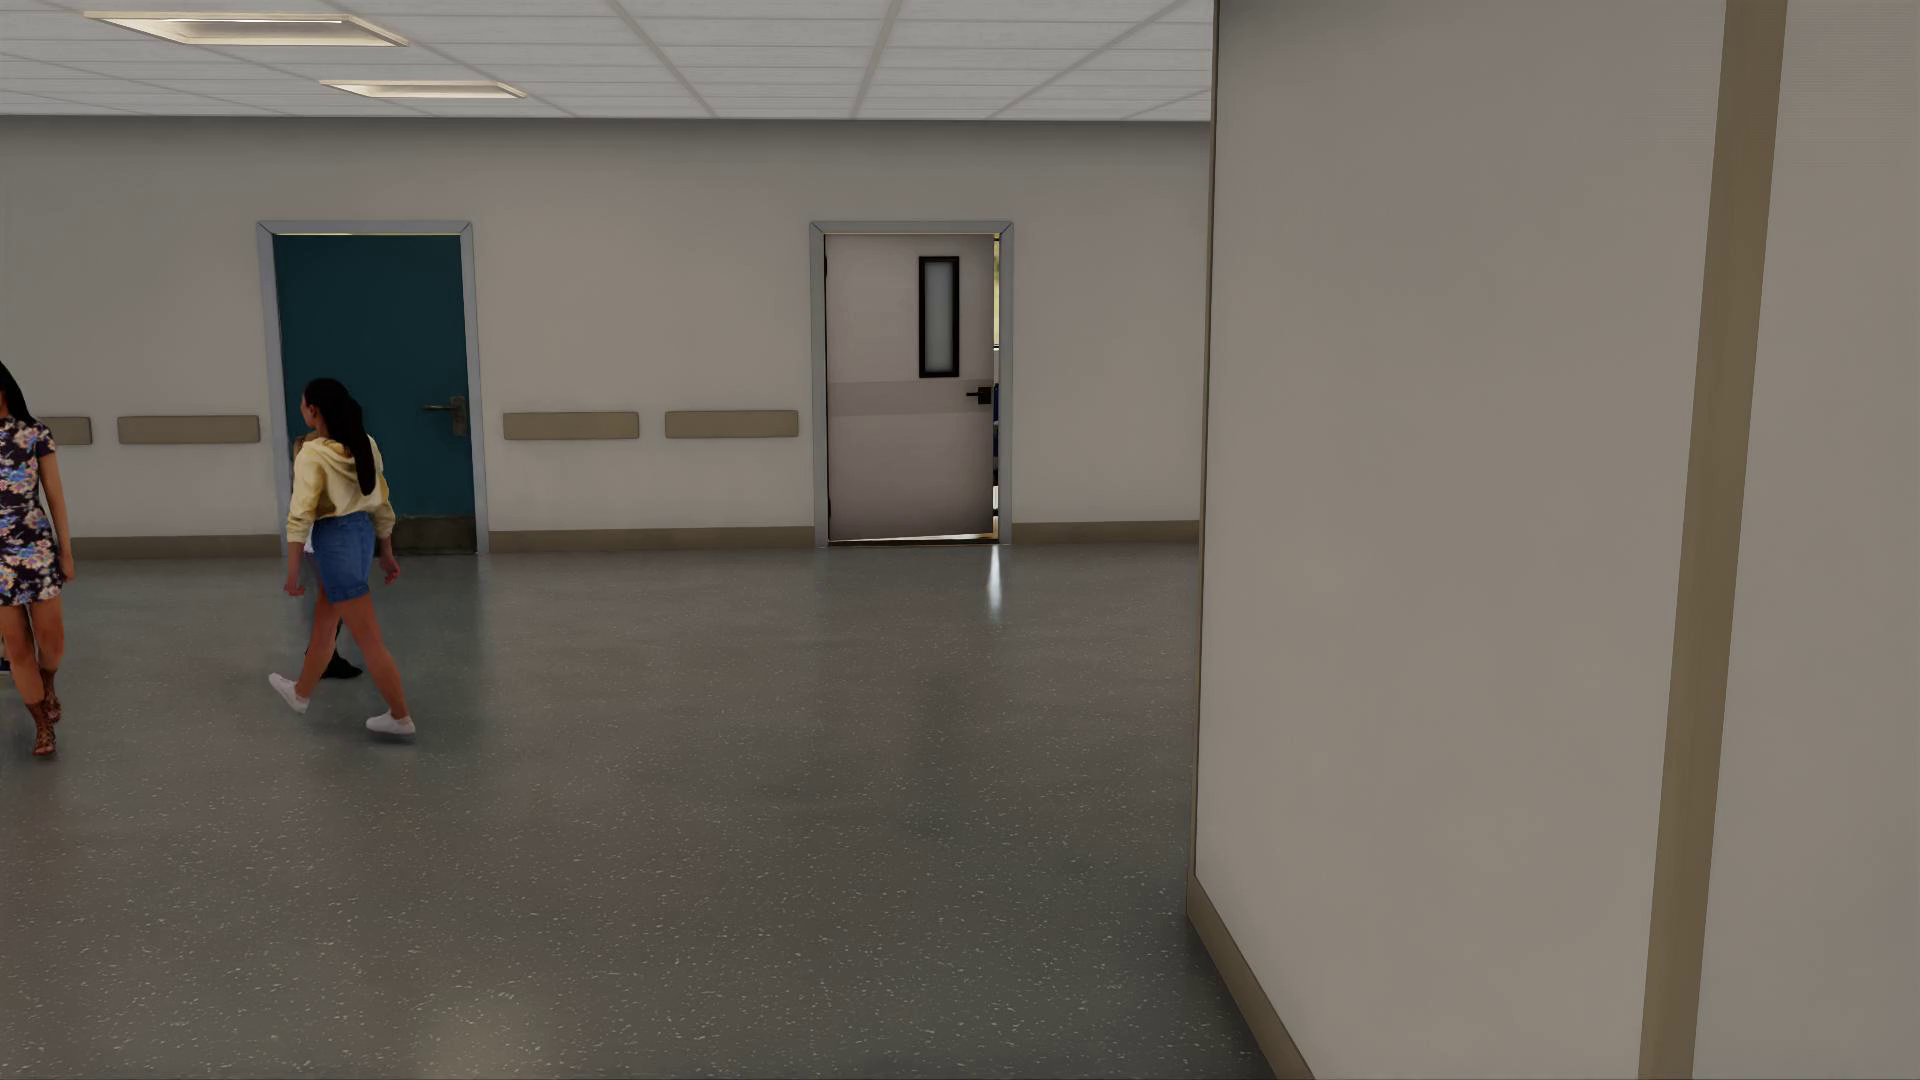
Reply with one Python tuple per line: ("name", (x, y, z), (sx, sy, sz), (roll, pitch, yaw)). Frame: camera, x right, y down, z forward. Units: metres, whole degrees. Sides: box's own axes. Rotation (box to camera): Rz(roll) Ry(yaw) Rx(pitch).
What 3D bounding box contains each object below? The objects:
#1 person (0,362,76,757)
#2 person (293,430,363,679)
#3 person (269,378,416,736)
("person", (-4.114, 0.076, 7.217), (0.775, 1.720, 0.813), (-7, 13, -32))
("person", (-3.260, 0.076, 8.422), (0.530, 1.269, 0.517), (-2, 11, -10))
("person", (-2.661, 0.117, 7.365), (1.192, 1.583, 0.966), (4, 11, 20))
